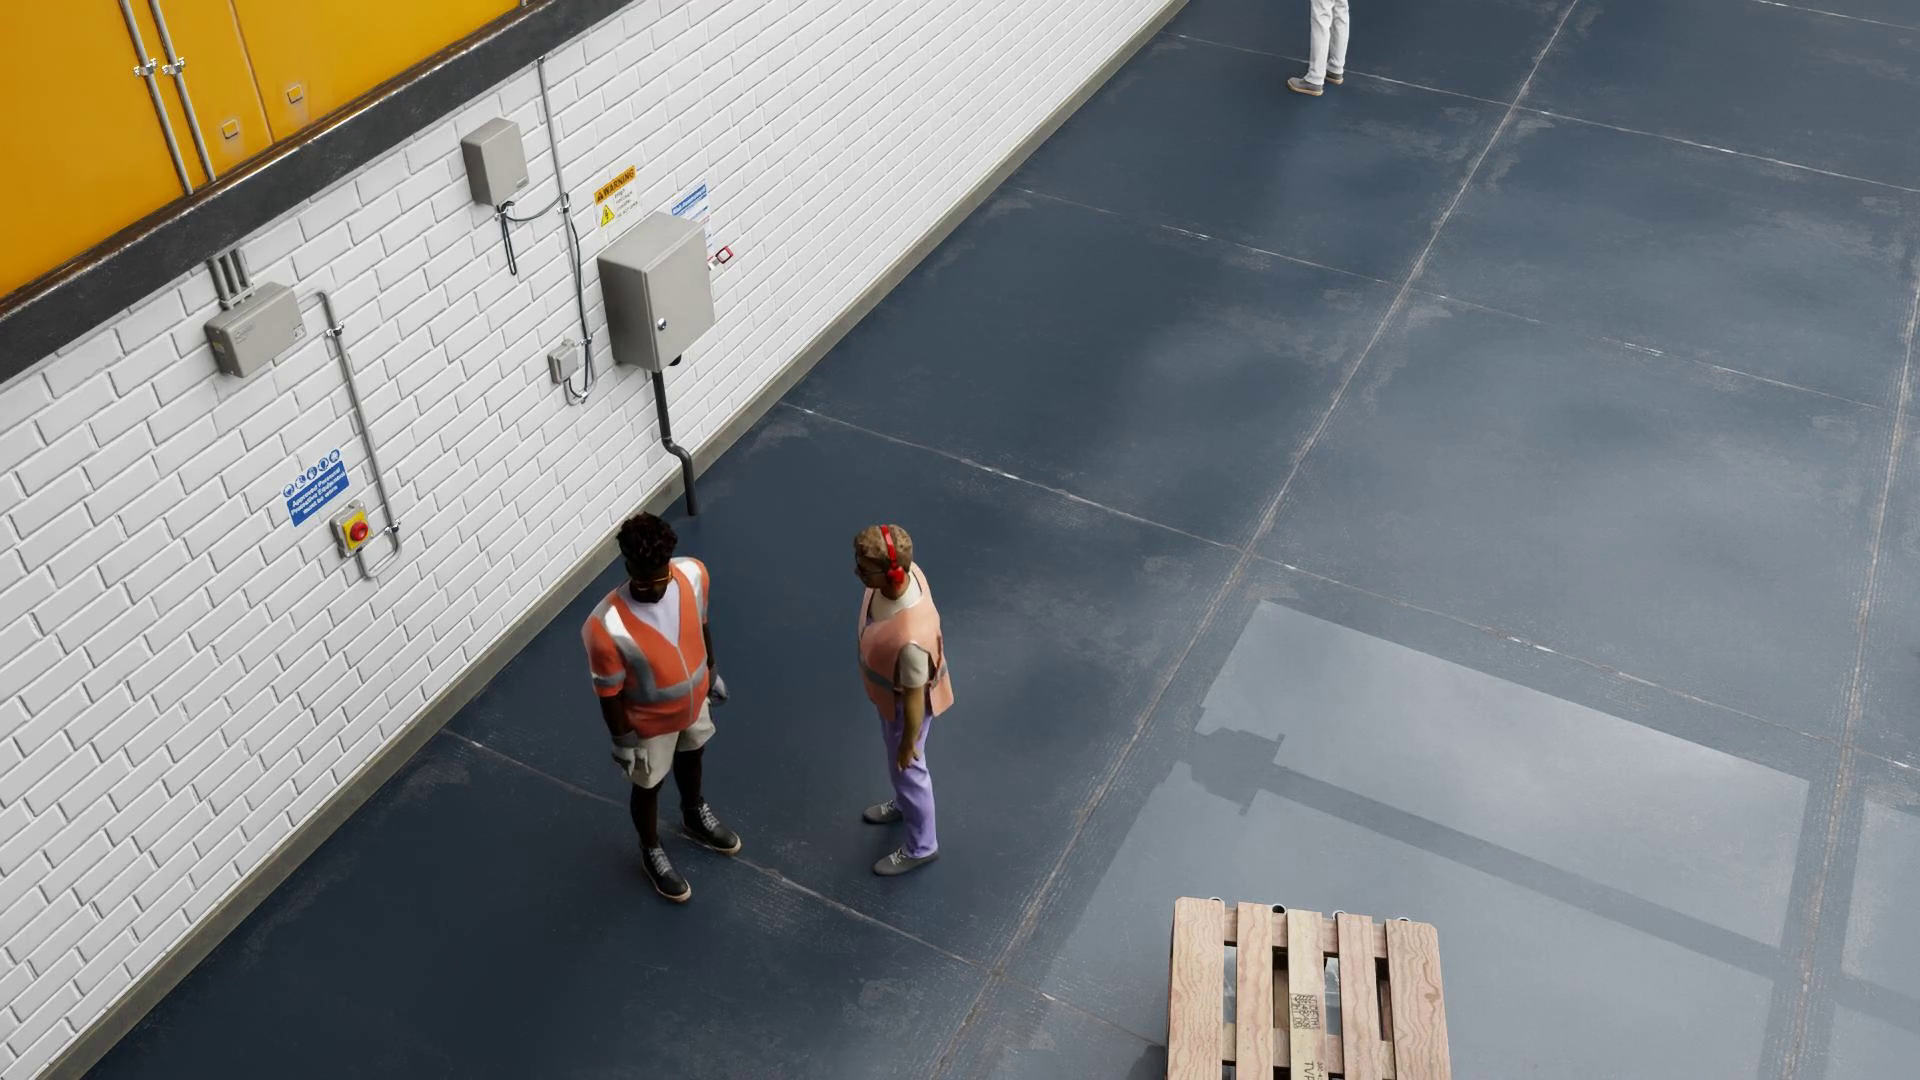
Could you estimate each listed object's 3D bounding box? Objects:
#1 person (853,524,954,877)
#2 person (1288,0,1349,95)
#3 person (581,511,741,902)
[{"bbox_3d":[-0.229,0.649,6.885,0.381,1.840,0.565,-9,42,-10],"label":"person"},{"bbox_3d":[2.833,-4.325,12.627,0.349,1.877,0.569,31,50,31],"label":"person"},{"bbox_3d":[-1.197,0.661,6.776,0.369,1.963,0.606,28,48,29],"label":"person"}]
